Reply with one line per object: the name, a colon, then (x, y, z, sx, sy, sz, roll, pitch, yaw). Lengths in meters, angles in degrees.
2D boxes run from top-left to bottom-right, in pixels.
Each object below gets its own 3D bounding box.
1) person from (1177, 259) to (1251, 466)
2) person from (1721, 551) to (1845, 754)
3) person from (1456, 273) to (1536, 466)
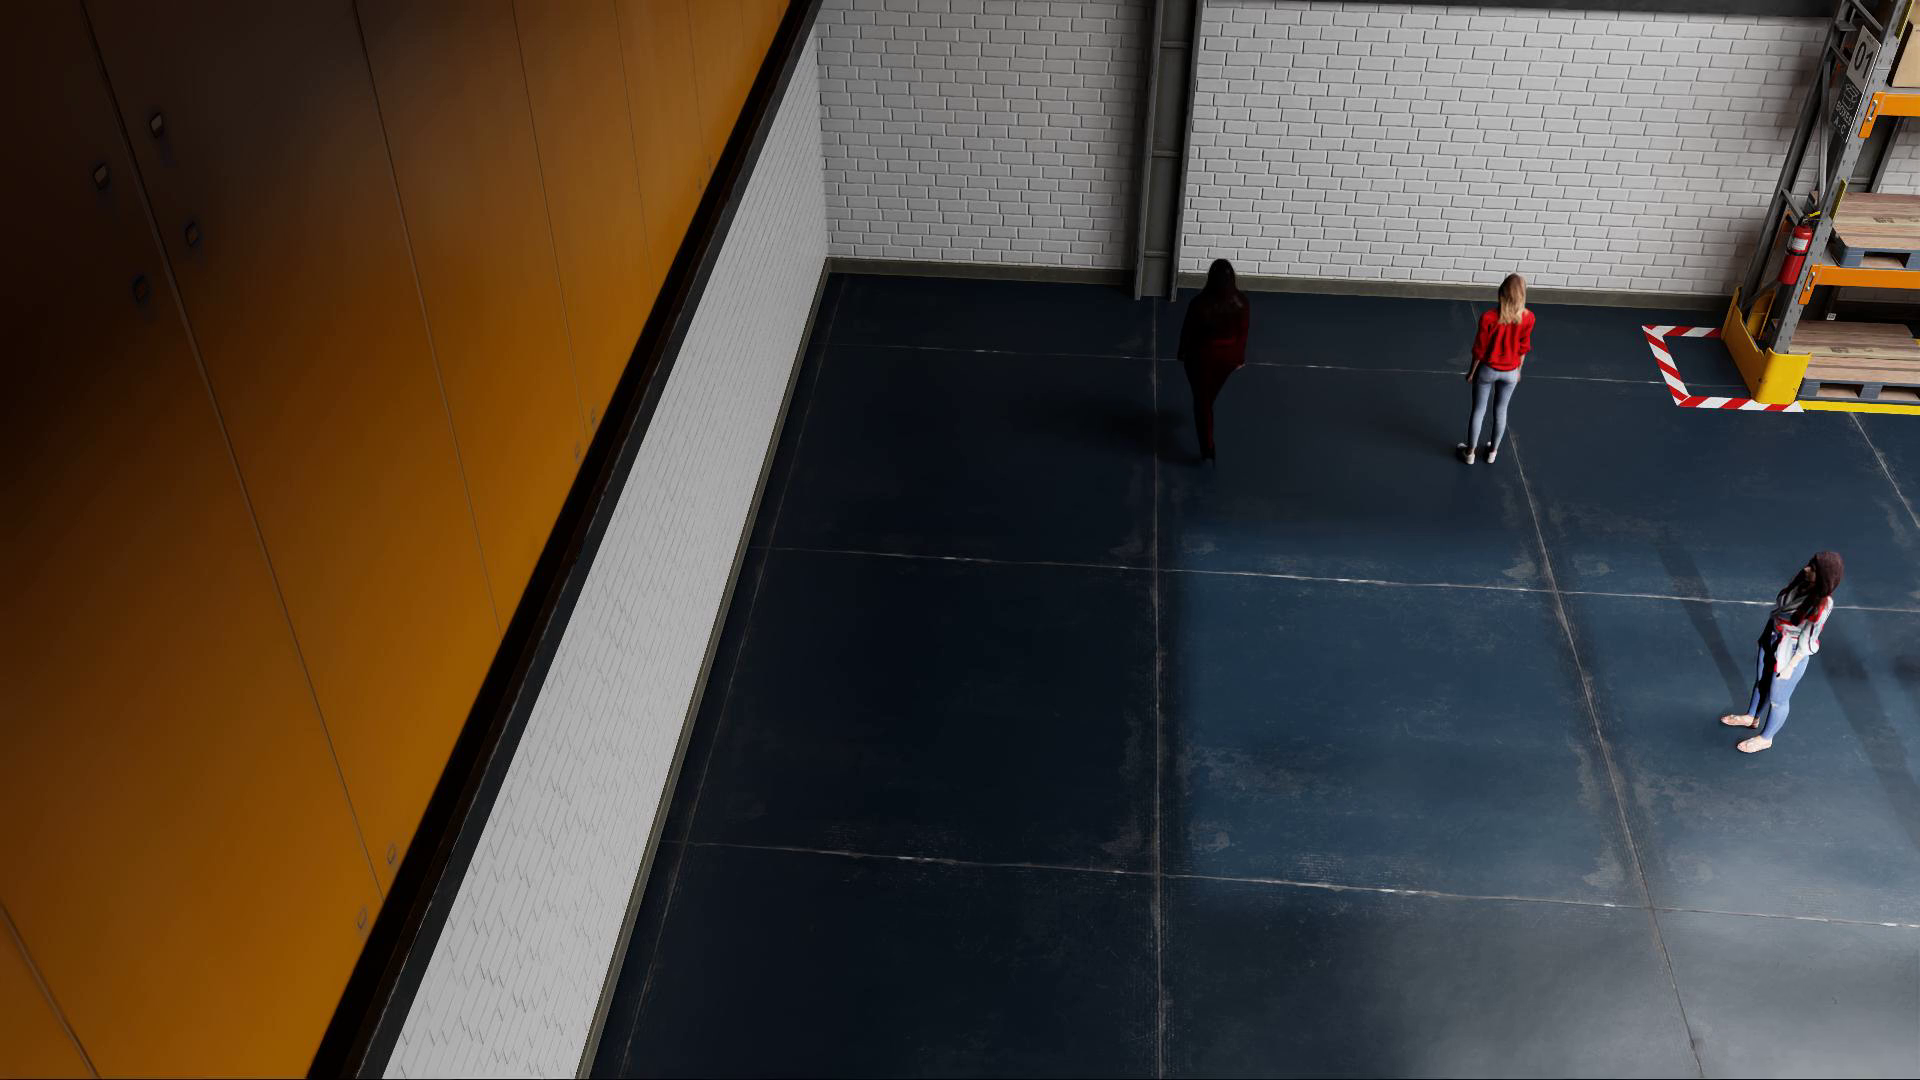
person: (2.053, -1.387, 13.363, 1.097, 1.703, 0.941, -7, 39, -9)
person: (5.380, 0.707, 10.813, 0.559, 1.614, 0.615, -2, 39, -3)
person: (4.295, -1.353, 13.320, 0.468, 1.704, 0.693, 0, 39, 0)
